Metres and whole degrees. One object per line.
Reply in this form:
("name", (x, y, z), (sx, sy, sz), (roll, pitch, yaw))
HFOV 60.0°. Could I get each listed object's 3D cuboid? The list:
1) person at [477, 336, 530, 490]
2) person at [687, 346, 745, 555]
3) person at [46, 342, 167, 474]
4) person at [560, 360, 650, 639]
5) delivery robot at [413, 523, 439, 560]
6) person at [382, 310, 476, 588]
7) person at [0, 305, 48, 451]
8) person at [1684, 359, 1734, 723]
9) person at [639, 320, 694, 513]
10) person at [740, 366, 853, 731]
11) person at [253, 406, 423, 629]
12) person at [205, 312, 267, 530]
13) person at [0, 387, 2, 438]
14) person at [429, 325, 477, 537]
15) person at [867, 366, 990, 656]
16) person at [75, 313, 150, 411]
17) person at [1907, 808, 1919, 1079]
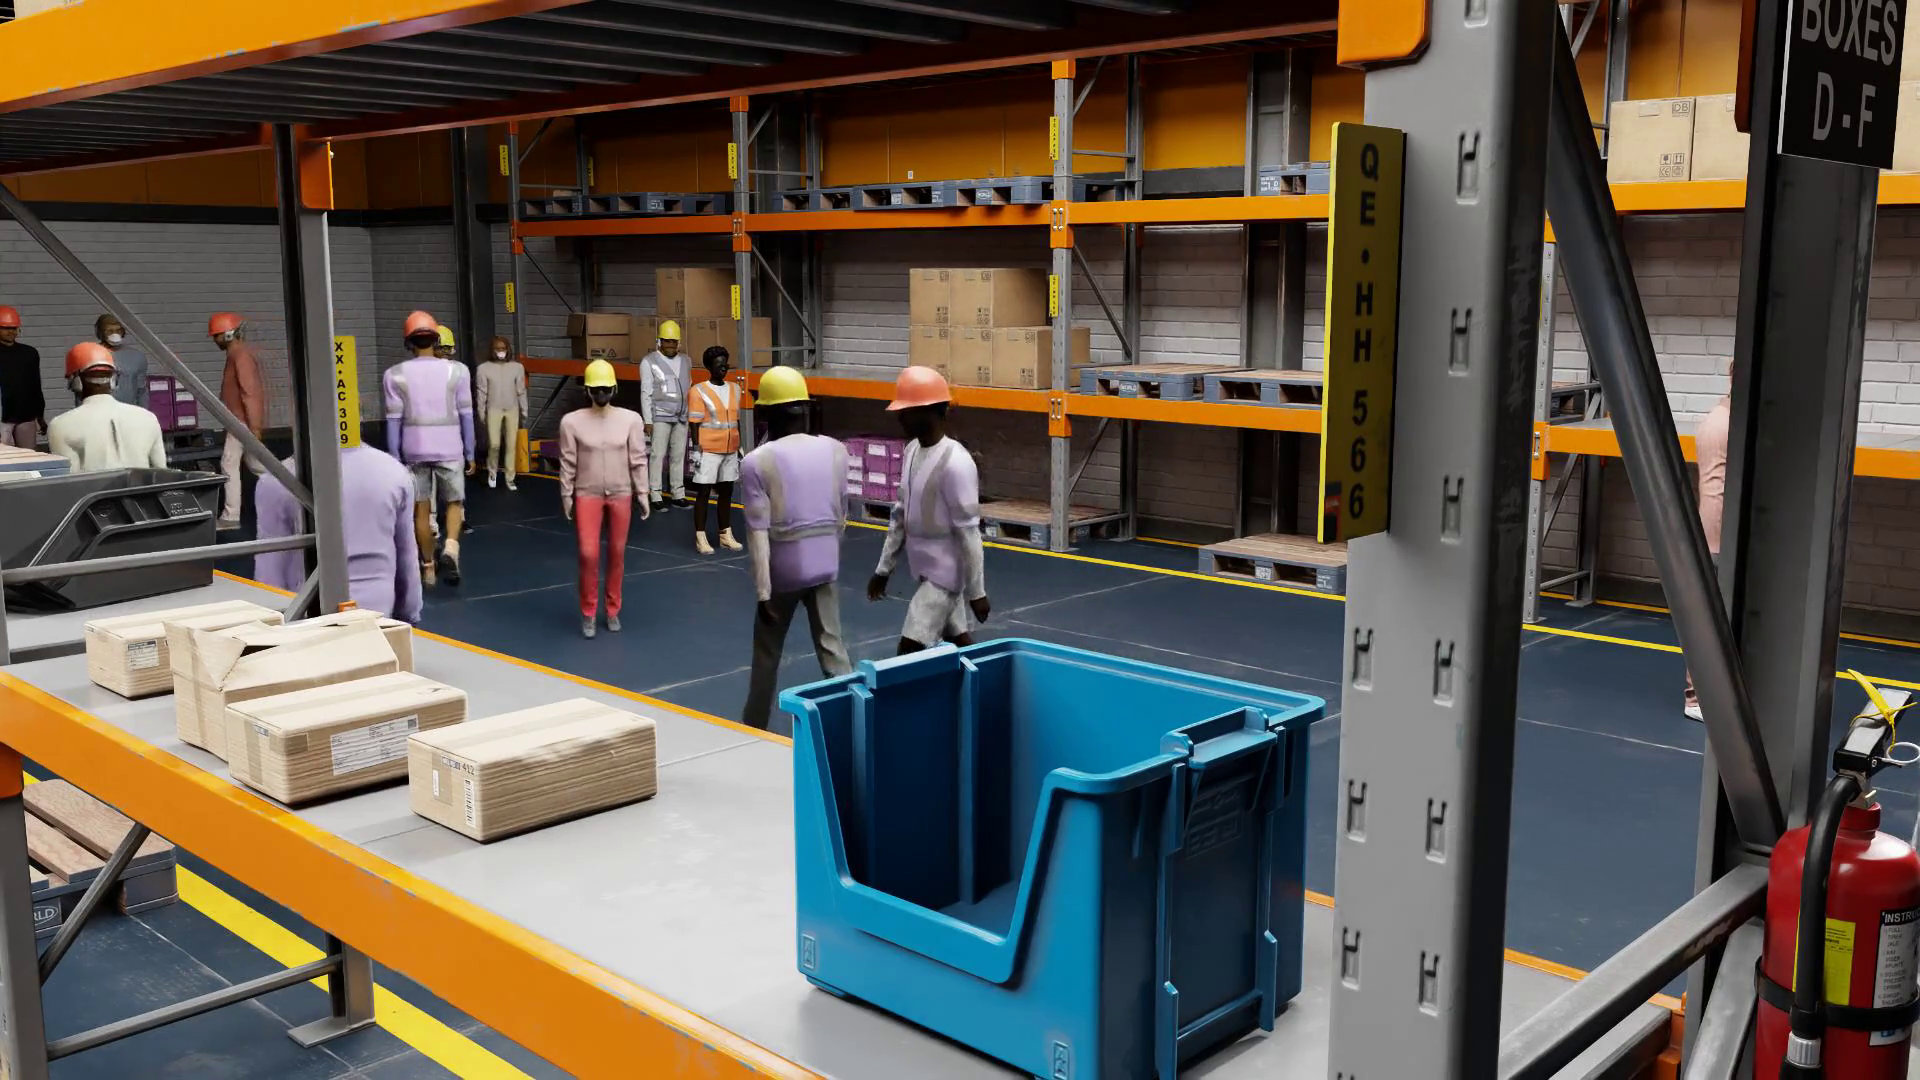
("person", (-4.762, -1.318, 17.381), (0.505, 1.624, 0.338), (-5, 11, -29))
("person", (-1.975, -0.733, 13.556), (0.317, 1.695, 0.540), (9, 13, 43))
("person", (-4.346, -0.059, 8.703), (0.821, 1.949, 0.627), (7, 11, 36))
("person", (-2.222, -0.255, 10.460), (0.537, 1.745, 0.612), (-3, 10, -21))
("delivery robot", (-4.257, -0.015, 12.360), (0.707, 0.478, 0.477), (2, 9, 10))
("person", (-3.784, -0.623, 11.891), (0.621, 2.022, 0.691), (-3, 10, -16))
("person", (-8.520, -1.108, 14.950), (0.400, 1.989, 0.623), (6, 11, 34))
("person", (3.974, -0.008, 8.474), (0.402, 1.906, 0.652), (9, 13, 43))
("person", (-2.768, -1.179, 15.886), (0.403, 1.827, 0.601), (9, 13, 43))
("person", (-0.749, 0.136, 7.707), (0.591, 1.876, 1.010), (-6, 11, -33))
("person", (-2.452, 0.309, 6.598), (0.477, 1.891, 0.643), (8, 12, 40))
("person", (-6.323, -1.072, 14.928), (0.898, 1.941, 0.603), (-4, 10, -22))
("person", (-8.492, -0.935, 14.223), (0.564, 1.880, 0.985), (-6, 11, -34))
("person", (-4.467, -0.941, 14.416), (0.403, 1.830, 0.601), (9, 13, 43))
("person", (-0.105, 0.141, 7.661), (0.978, 1.884, 0.540), (-3, 10, -20))
("person", (-7.336, -1.000, 14.453), (0.352, 1.937, 0.635), (7, 12, 38))
("person", (1.760, 0.909, 2.758), (0.422, 1.941, 0.622), (8, 13, 42))
